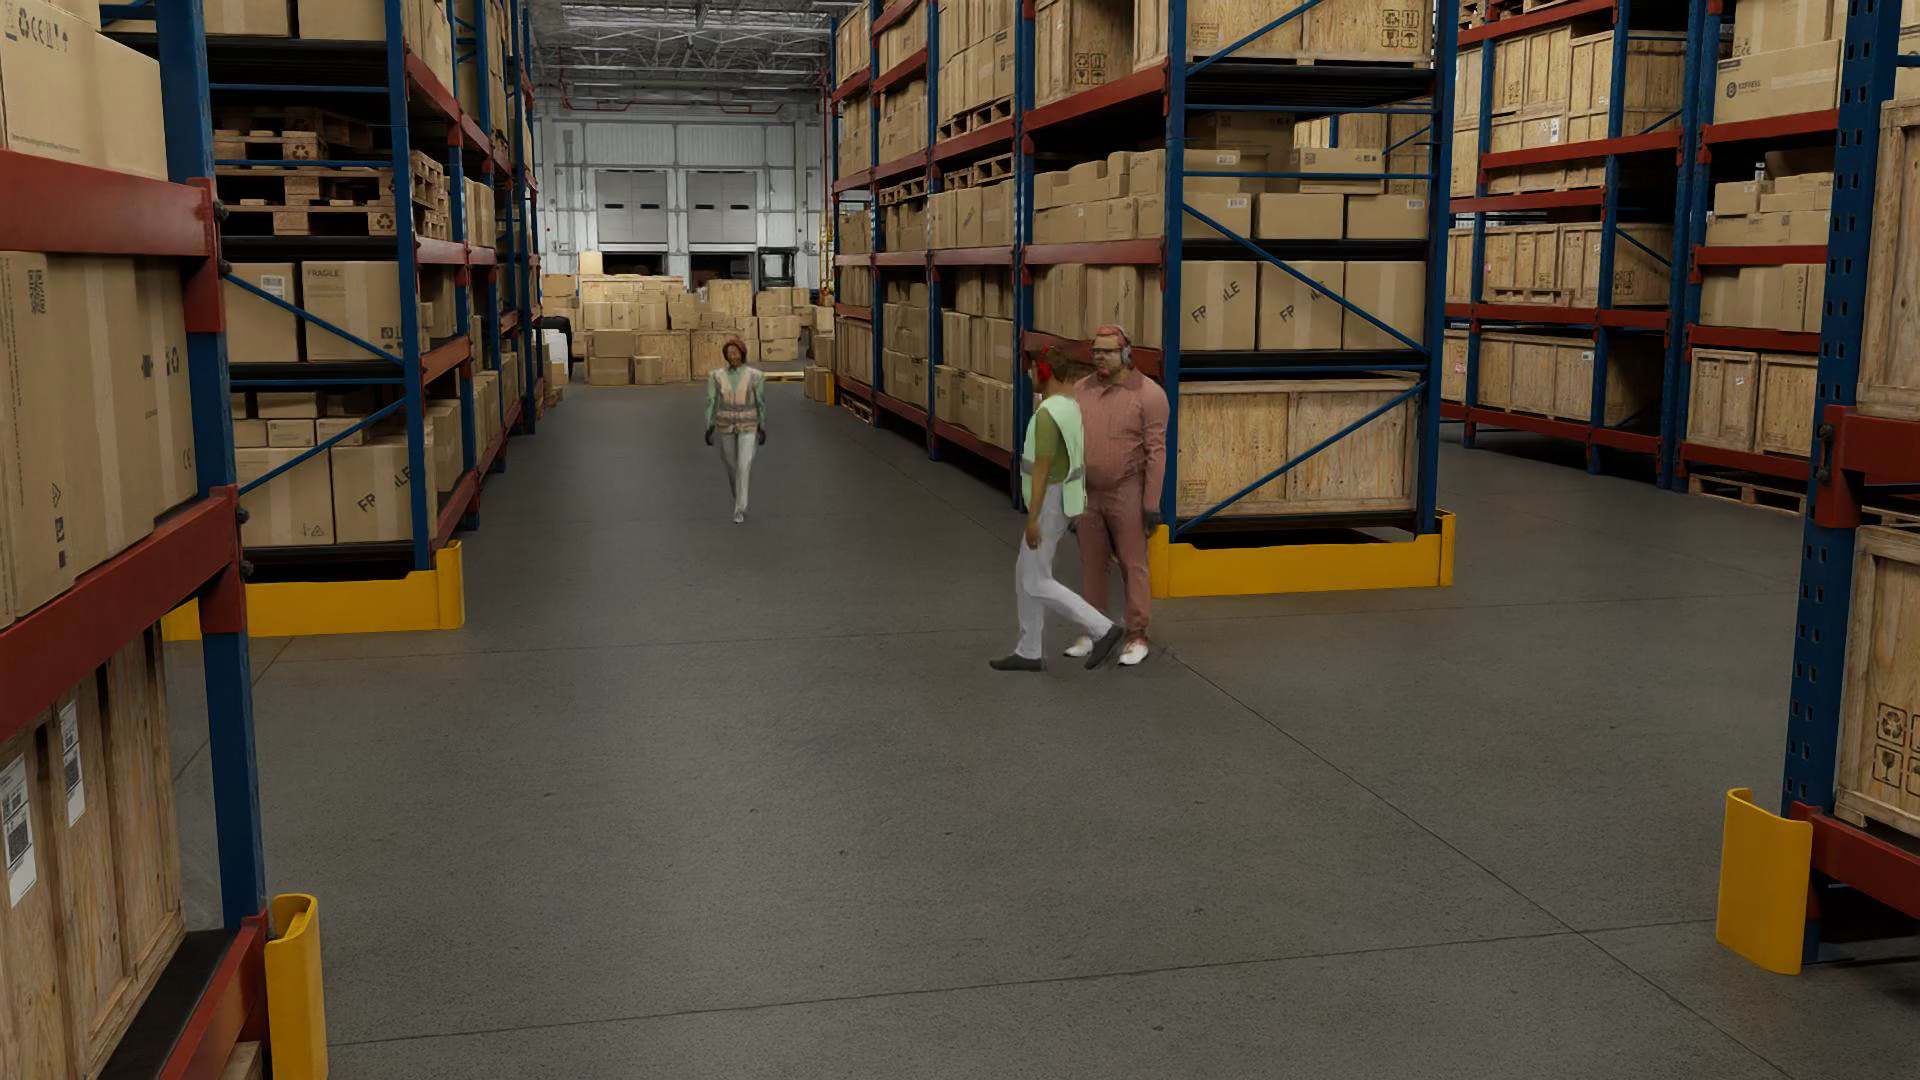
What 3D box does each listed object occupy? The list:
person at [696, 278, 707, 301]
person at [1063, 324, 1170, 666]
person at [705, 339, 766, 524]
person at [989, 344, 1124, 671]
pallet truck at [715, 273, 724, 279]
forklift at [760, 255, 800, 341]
[{"bbox_3d":[-9.012,-8.189,57.963,0.583,1.824,1.014,9,13,43],"label":"person"},{"bbox_3d":[0.852,-0.254,9.344,0.659,1.909,0.404,7,11,35],"label":"person"},{"bbox_3d":[-1.972,-0.981,14.691,0.528,1.603,0.830,0,9,3],"label":"person"},{"bbox_3d":[0.505,-0.151,8.995,0.682,1.806,0.591,2,9,10],"label":"person"},{"bbox_3d":[-8.580,-8.986,62.280,1.885,1.965,0.823,1,9,5],"label":"pallet truck"},{"bbox_3d":[-5.569,-7.385,49.836,1.129,2.768,1.873,-3,10,-18],"label":"forklift"}]
